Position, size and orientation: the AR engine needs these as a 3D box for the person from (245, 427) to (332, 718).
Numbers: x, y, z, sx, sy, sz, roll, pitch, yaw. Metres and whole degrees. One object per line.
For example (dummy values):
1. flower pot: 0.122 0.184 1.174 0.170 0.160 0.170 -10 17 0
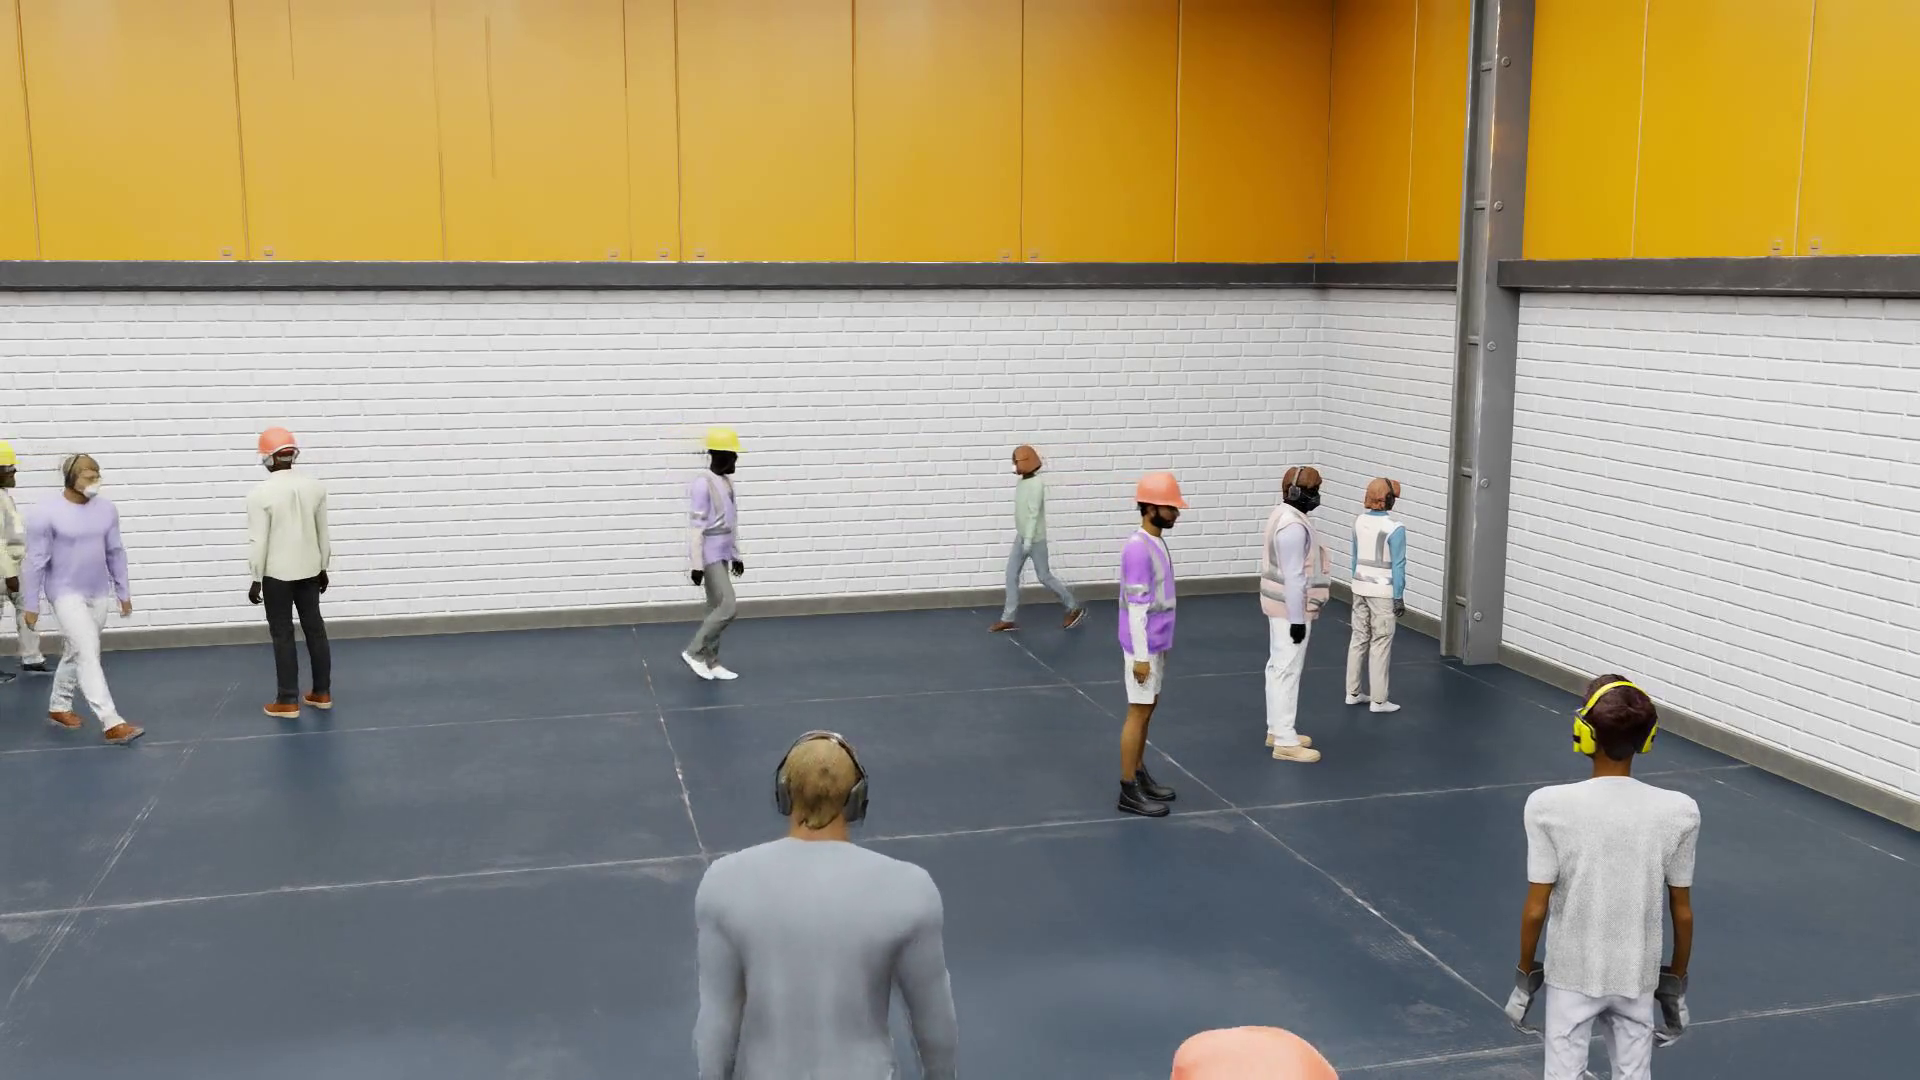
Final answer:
1. person: -4.618 0.216 11.425 0.402 1.990 0.622 6 11 32

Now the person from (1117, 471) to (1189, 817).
1. person: 1.087 0.574 9.368 0.378 1.932 0.551 3 9 16

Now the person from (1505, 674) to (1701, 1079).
1. person: 1.896 1.314 4.938 0.528 1.876 0.323 1 9 5

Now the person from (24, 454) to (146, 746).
1. person: -5.703 0.372 10.834 1.032 1.875 0.647 4 10 22

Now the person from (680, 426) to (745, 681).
1. person: -1.785 0.115 12.302 0.440 1.911 0.598 1 9 9

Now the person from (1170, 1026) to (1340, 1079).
1. person: 0.494 1.646 2.541 0.696 1.978 0.926 -8 12 -40

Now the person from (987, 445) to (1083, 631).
1. person: 0.658 -0.013 14.098 0.790 1.595 0.502 -4 10 -22

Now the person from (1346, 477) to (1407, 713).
1. person: 2.884 0.381 11.525 0.314 1.629 0.508 -4 10 -24

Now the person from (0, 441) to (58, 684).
1. person: -6.977 0.174 12.250 0.717 1.806 0.623 -3 10 -19

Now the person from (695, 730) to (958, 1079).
1. person: -0.343 1.415 4.300 0.649 1.886 1.045 2 9 11

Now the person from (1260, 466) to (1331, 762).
1. person: 2.100 0.450 10.444 0.430 1.841 0.624 1 9 6
